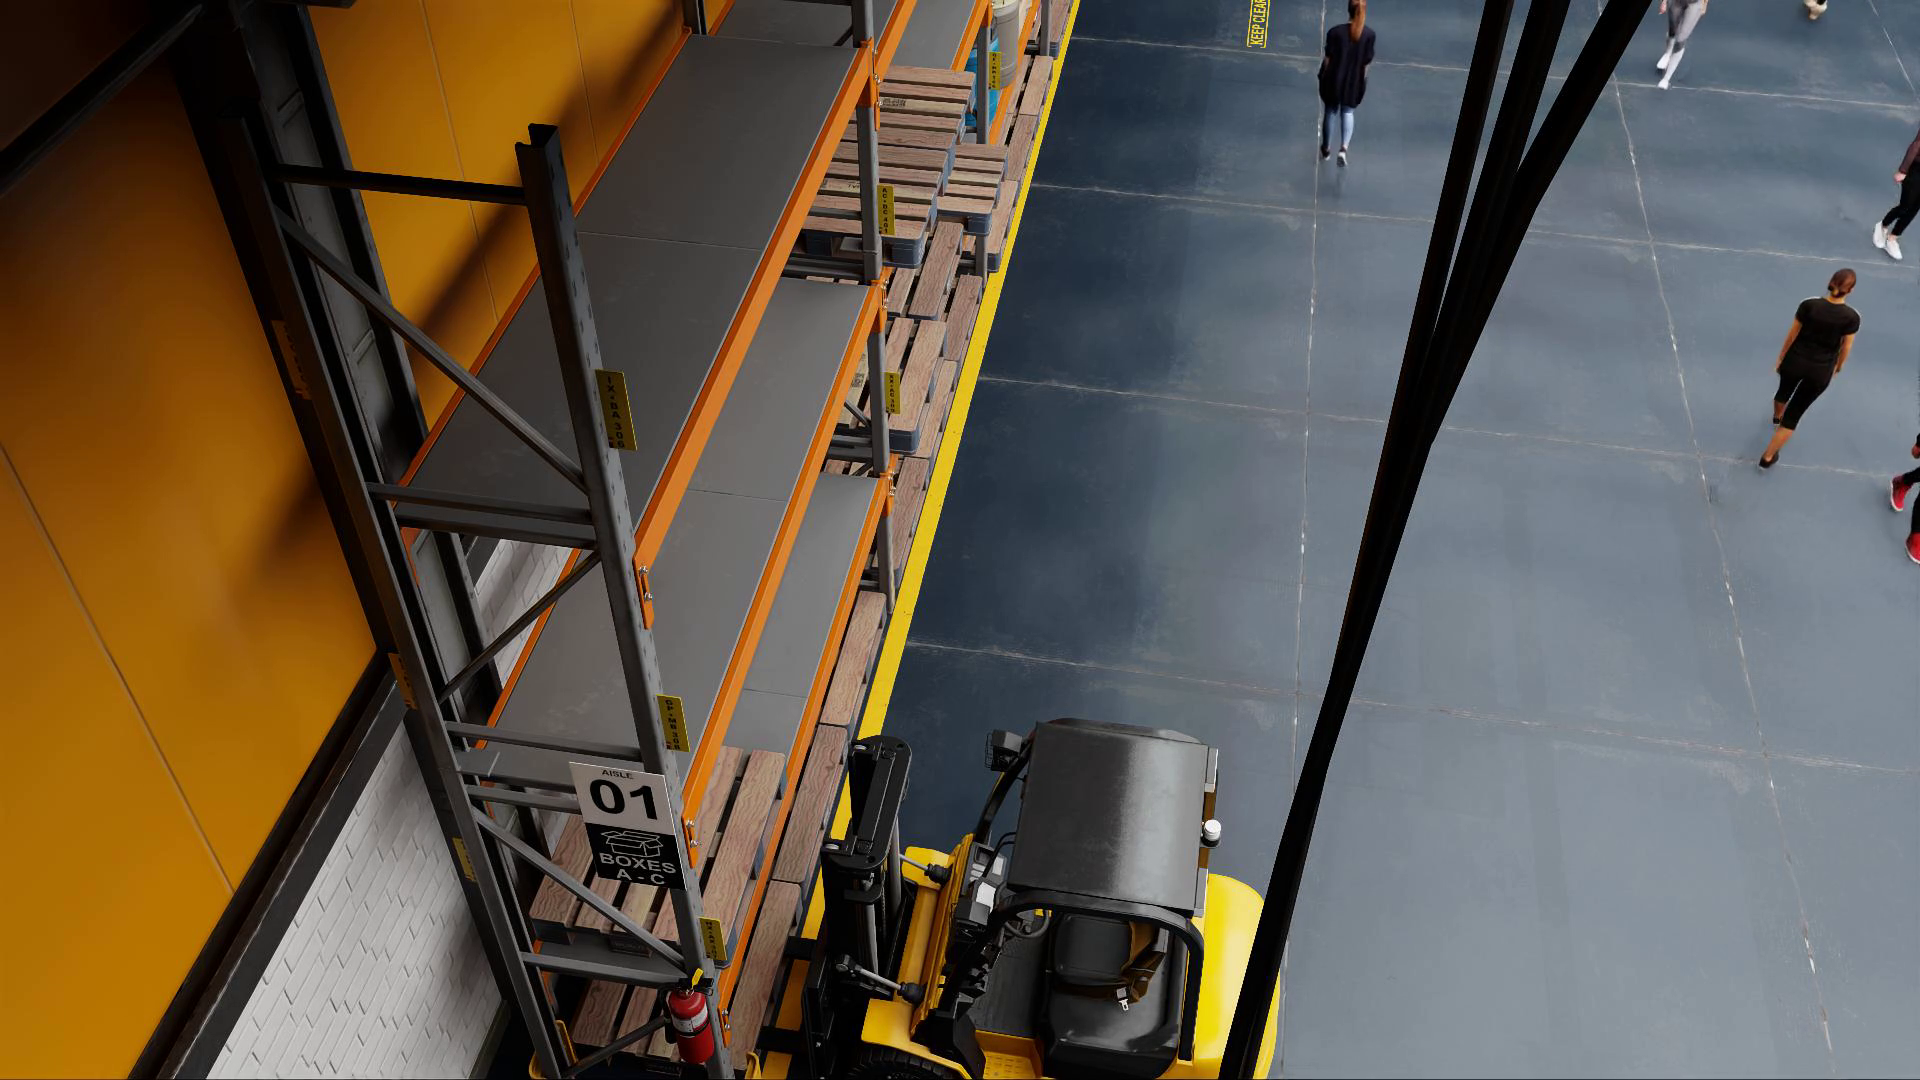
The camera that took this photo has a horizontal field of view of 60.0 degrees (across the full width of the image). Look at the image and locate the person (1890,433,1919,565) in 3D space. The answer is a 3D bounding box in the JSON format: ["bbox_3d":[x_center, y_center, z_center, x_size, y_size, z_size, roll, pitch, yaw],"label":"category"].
[{"bbox_3d":[6.966,-0.704,11.757,0.676,1.645,1.087,3,44,3],"label":"person"}]

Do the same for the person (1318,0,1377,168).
[{"bbox_3d":[3.561,-4.207,15.418,0.657,1.668,0.874,3,44,4],"label":"person"}]

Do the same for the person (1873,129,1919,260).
[{"bbox_3d":[8.320,-3.243,14.393,0.708,1.687,0.701,-4,44,-4],"label":"person"}]

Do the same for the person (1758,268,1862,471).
[{"bbox_3d":[6.256,-1.233,12.324,0.933,1.630,1.128,31,52,28],"label":"person"}]

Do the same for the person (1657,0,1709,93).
[{"bbox_3d":[7.283,-5.372,16.668,0.864,1.632,1.229,23,48,22],"label":"person"}]
